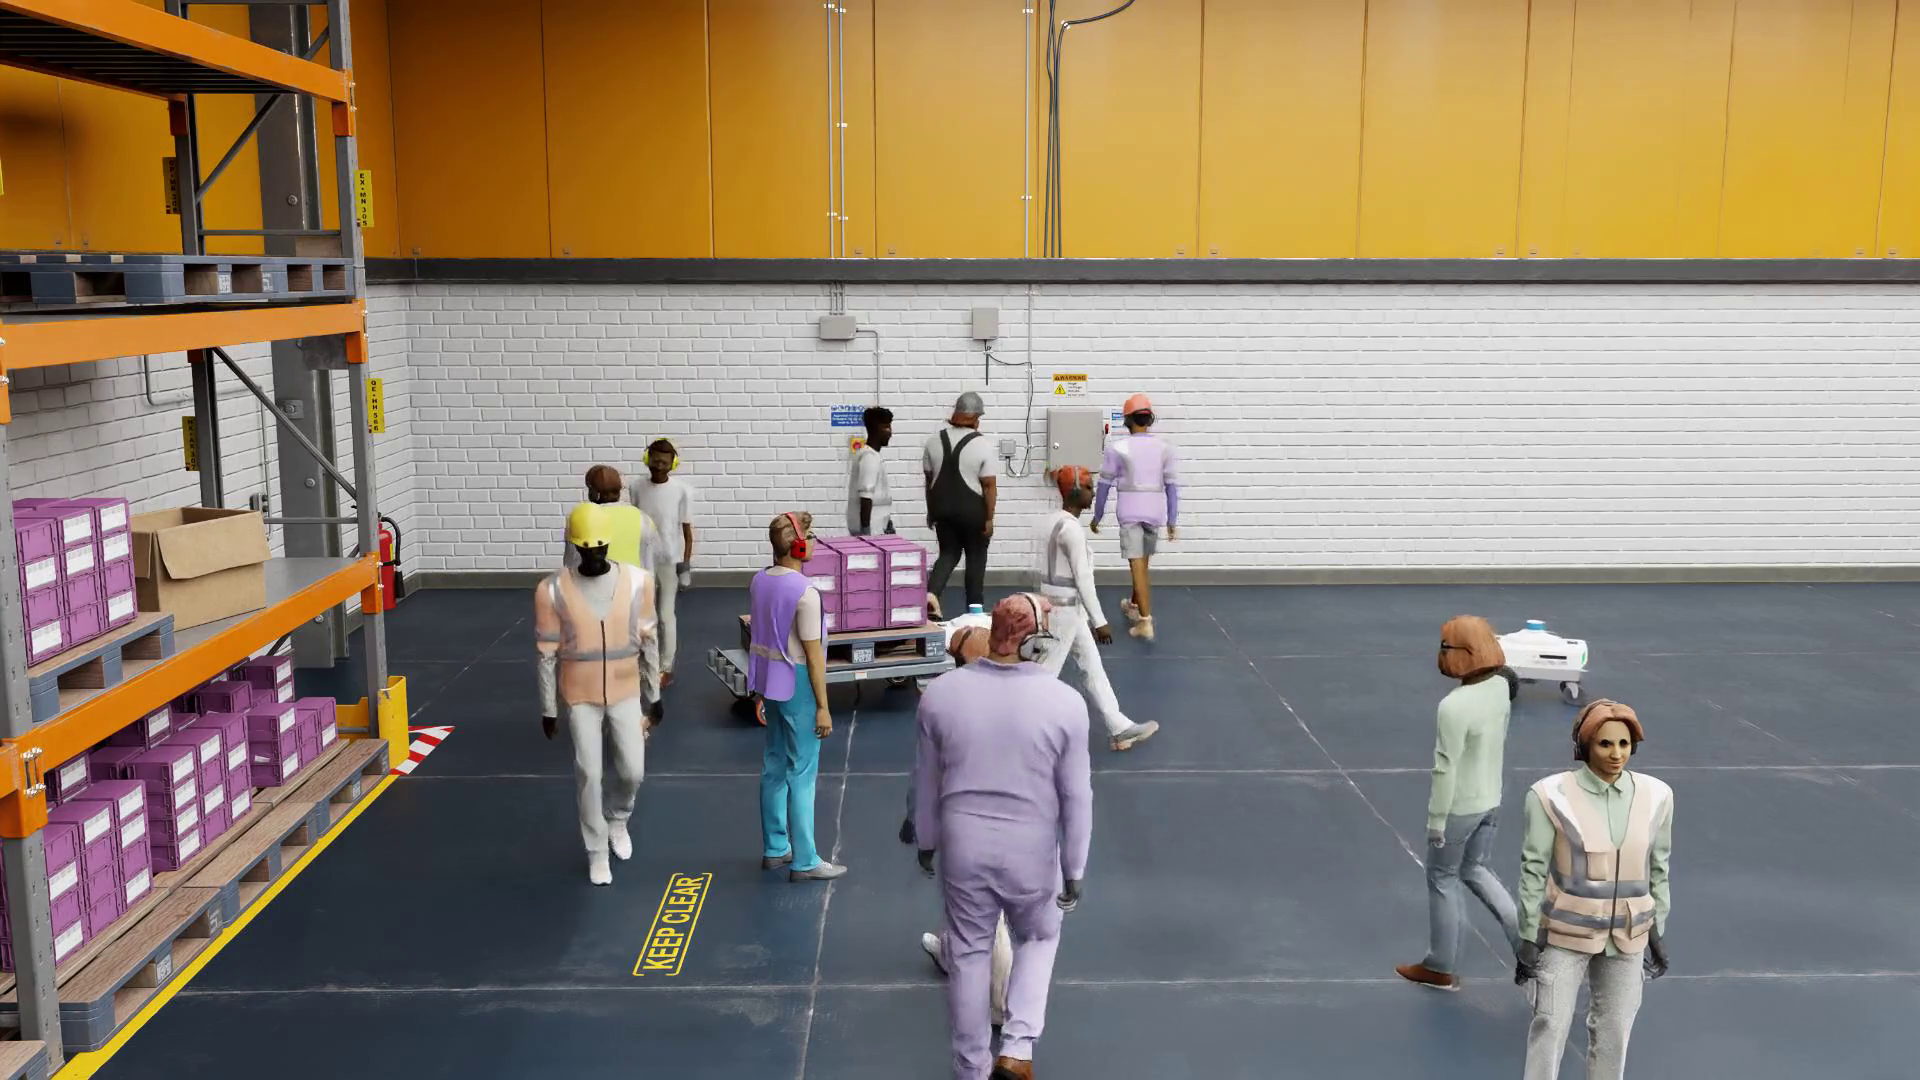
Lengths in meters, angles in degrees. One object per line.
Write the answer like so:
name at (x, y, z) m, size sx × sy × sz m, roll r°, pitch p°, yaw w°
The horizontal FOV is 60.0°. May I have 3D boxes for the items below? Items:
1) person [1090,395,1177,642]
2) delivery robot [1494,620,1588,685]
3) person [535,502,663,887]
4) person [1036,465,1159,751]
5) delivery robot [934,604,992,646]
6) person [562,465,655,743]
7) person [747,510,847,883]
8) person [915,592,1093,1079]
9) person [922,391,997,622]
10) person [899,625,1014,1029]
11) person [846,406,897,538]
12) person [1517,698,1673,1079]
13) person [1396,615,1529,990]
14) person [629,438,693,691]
person at (1.437, -0.205, 13.840) m, size 0.637 × 1.981 × 1.039 m, roll -3°, pitch 10°, yaw -16°
delivery robot at (4.039, 0.809, 11.719) m, size 0.707 × 0.478 × 0.477 m, roll 3°, pitch 10°, yaw 15°
person at (-1.775, 0.752, 8.203) m, size 0.612 × 1.909 × 0.429 m, roll -3°, pitch 10°, yaw -20°
person at (0.745, 0.458, 10.248) m, size 0.989 × 1.827 × 0.583 m, roll 0°, pitch 9°, yaw -1°
delivery robot at (0.117, 0.717, 12.285) m, size 0.707 × 0.478 × 0.477 m, roll -3°, pitch 10°, yaw -16°
person at (-2.195, 0.429, 10.534) m, size 0.881 × 1.814 × 0.632 m, roll 9°, pitch 13°, yaw 44°
person at (-0.842, 0.775, 8.256) m, size 0.386 × 1.849 × 0.566 m, roll -7°, pitch 12°, yaw -37°
person at (0.151, 1.117, 6.029) m, size 0.680 × 1.885 × 0.427 m, roll 2°, pitch 9°, yaw 12°
person at (-0.003, -0.264, 14.040) m, size 0.707 × 2.000 × 0.707 m, roll 5°, pitch 11°, yaw 29°
person at (0.036, 1.138, 6.801) m, size 0.529 × 1.591 × 0.858 m, roll -7°, pitch 11°, yaw -35°
person at (-0.638, -0.112, 13.489) m, size 0.871 × 1.911 × 0.628 m, roll -2°, pitch 9°, yaw -11°
person at (2.096, 1.327, 5.518) m, size 0.523 × 1.640 × 0.304 m, roll -1°, pitch 9°, yaw -5°
person at (2.127, 1.109, 6.881) m, size 0.518 × 1.617 × 0.545 m, roll -9°, pitch 13°, yaw -43°
person at (-2.168, 0.191, 11.852) m, size 0.551 × 1.841 × 0.568 m, roll 2°, pitch 10°, yaw 14°
